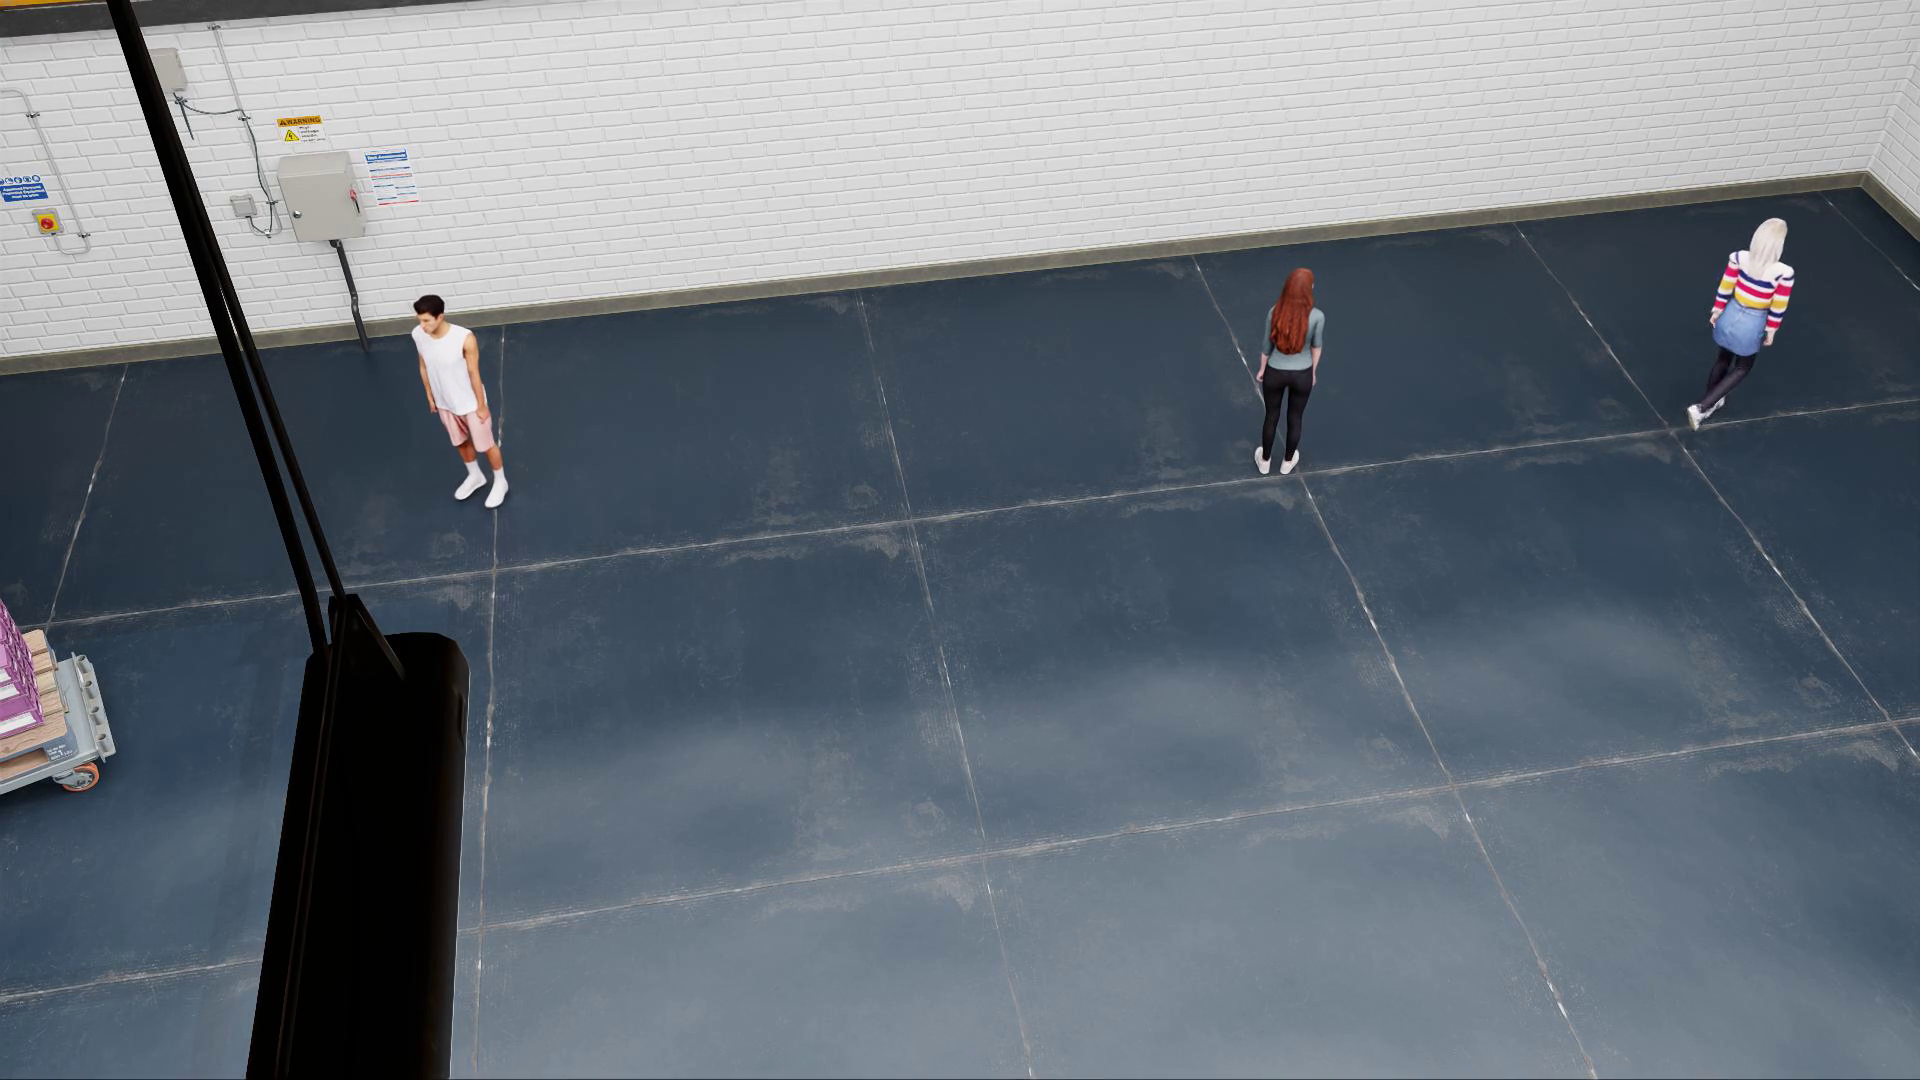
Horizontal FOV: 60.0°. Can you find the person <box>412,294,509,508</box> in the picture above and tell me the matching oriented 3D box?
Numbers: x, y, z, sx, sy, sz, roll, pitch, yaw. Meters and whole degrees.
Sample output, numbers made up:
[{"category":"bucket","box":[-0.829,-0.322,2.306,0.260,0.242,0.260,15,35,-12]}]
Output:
[{"category":"person","box":[-3.529,-1.016,11.786,0.736,1.780,0.740,13,45,13]}]

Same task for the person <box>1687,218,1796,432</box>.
[{"category":"person","box":[5.765,-1.562,12.347,0.969,1.796,0.968,-30,51,-28]}]

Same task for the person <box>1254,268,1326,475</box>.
[{"category":"person","box":[2.365,-1.191,11.997,0.655,1.743,0.661,9,44,9]}]
